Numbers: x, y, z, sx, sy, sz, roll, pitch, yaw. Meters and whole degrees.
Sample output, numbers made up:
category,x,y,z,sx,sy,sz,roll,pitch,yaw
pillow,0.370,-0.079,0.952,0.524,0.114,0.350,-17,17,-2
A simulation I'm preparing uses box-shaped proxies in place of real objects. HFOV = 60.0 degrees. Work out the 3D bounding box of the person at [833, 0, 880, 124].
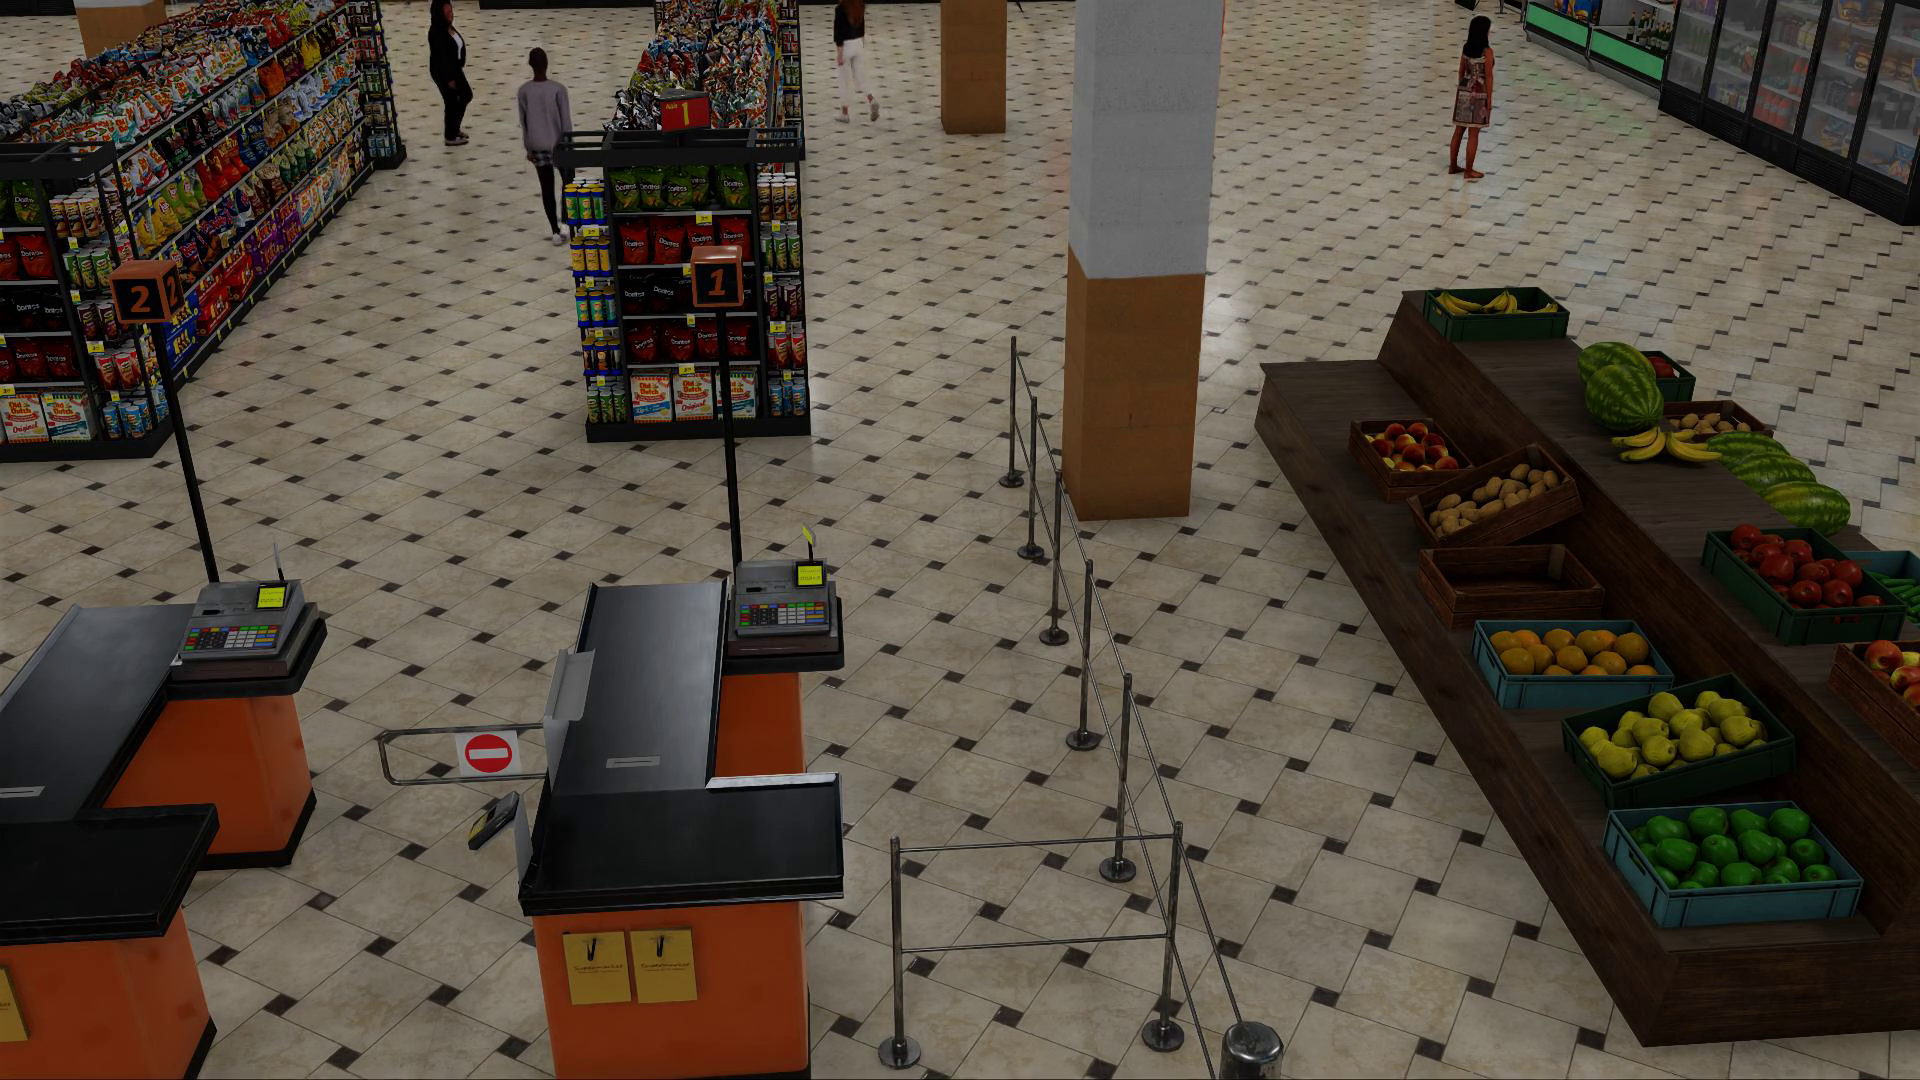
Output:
category,x,y,z,sx,sy,sz,roll,pitch,yaw
person,-1.220,-5.688,19.390,0.914,1.683,1.049,-20,33,-34

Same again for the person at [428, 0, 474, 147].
category,x,y,z,sx,sy,sz,roll,pitch,yaw
person,-5.766,-5.178,18.472,0.701,1.605,0.540,-2,27,-5

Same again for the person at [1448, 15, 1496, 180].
category,x,y,z,sx,sy,sz,roll,pitch,yaw
person,5.339,-4.619,17.325,0.782,1.644,0.631,-15,31,-27

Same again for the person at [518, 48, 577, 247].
category,x,y,z,sx,sy,sz,roll,pitch,yaw
person,-3.725,-3.522,15.027,0.641,1.767,0.589,0,27,-1
